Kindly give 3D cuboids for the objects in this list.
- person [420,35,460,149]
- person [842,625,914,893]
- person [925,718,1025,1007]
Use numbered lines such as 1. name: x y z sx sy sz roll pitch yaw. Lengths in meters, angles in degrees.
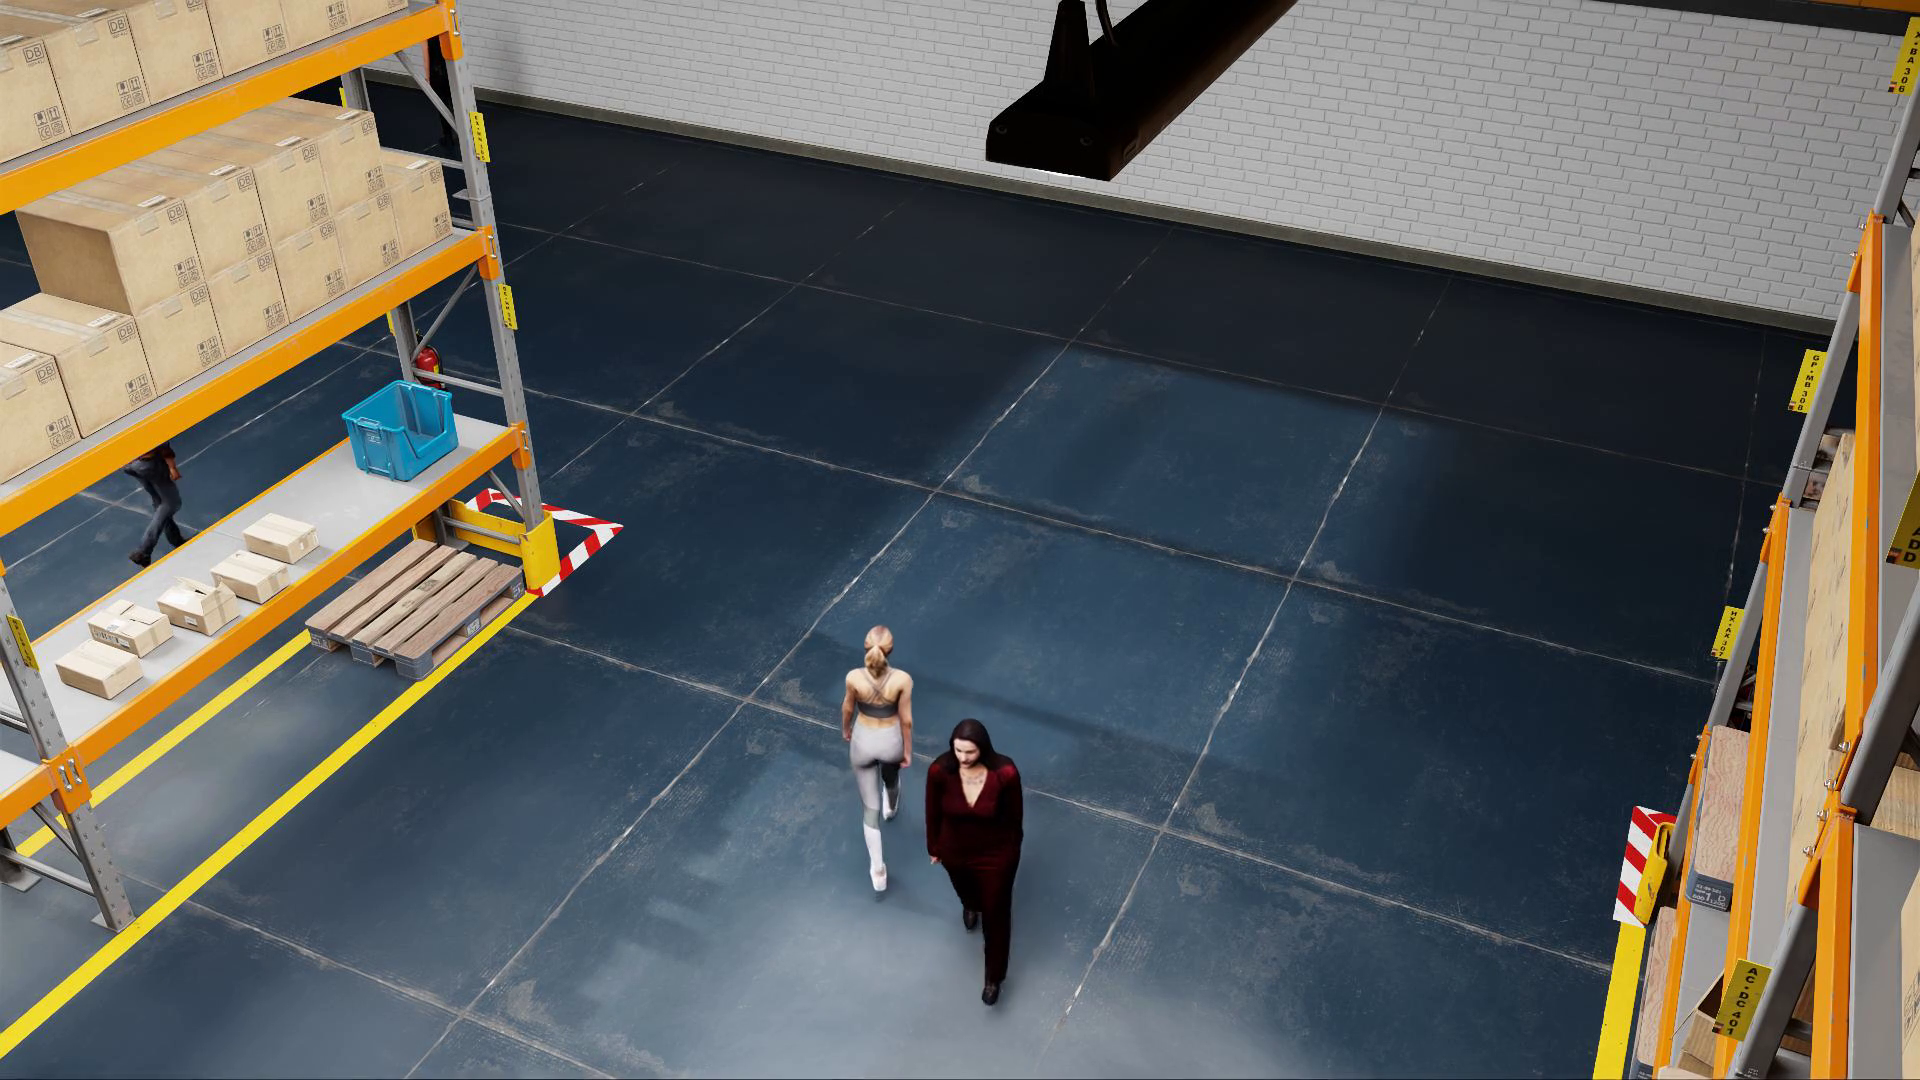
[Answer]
1. person: -6.169 -5.545 19.846 0.612 1.688 0.730 -25 41 -33
2. person: -0.482 1.273 9.616 0.931 1.660 1.186 -1 34 -2
3. person: 0.085 1.592 9.095 0.900 1.704 1.212 3 34 5
